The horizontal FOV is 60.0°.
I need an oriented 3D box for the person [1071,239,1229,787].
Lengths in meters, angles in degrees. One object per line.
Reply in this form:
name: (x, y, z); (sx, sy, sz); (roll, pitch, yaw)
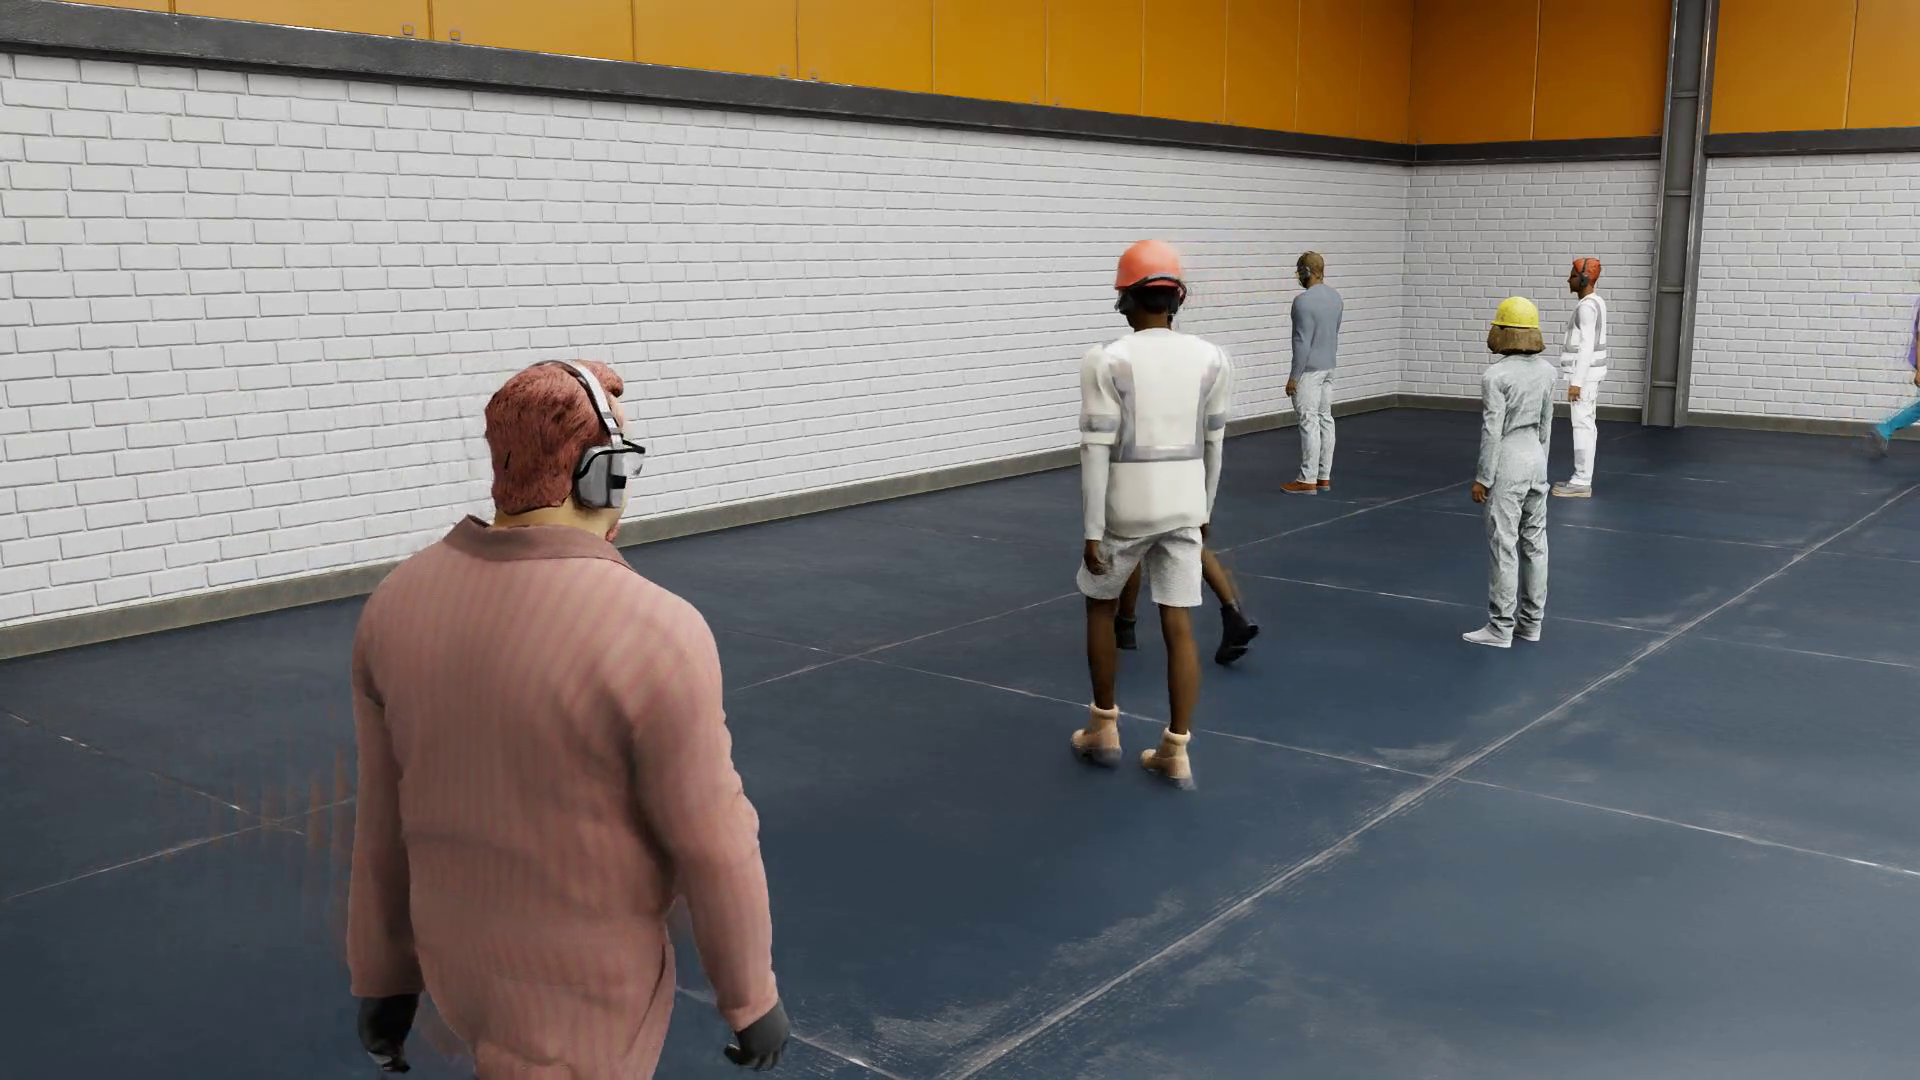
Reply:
person: (0.698, -0.109, 6.308); (0.624, 2.019, 0.752); (-3, 11, -16)

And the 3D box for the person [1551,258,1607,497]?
person: (4.914, -1.278, 13.152); (0.356, 1.883, 0.573); (5, 11, 26)

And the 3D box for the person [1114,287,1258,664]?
person: (1.019, -0.350, 7.967); (0.542, 1.911, 0.920); (-8, 13, -36)

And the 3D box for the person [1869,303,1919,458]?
person: (8.757, -1.591, 15.064); (0.812, 1.817, 0.578); (10, 14, 43)

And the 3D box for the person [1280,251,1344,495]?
person: (2.808, -1.328, 13.291); (0.371, 1.934, 0.627); (8, 13, 39)

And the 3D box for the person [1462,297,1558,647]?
person: (2.747, -0.336, 8.314); (0.484, 1.745, 0.307); (-6, 12, -30)

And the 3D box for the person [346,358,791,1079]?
person: (-0.605, 0.651, 2.568); (0.653, 1.849, 1.011); (7, 12, 34)
